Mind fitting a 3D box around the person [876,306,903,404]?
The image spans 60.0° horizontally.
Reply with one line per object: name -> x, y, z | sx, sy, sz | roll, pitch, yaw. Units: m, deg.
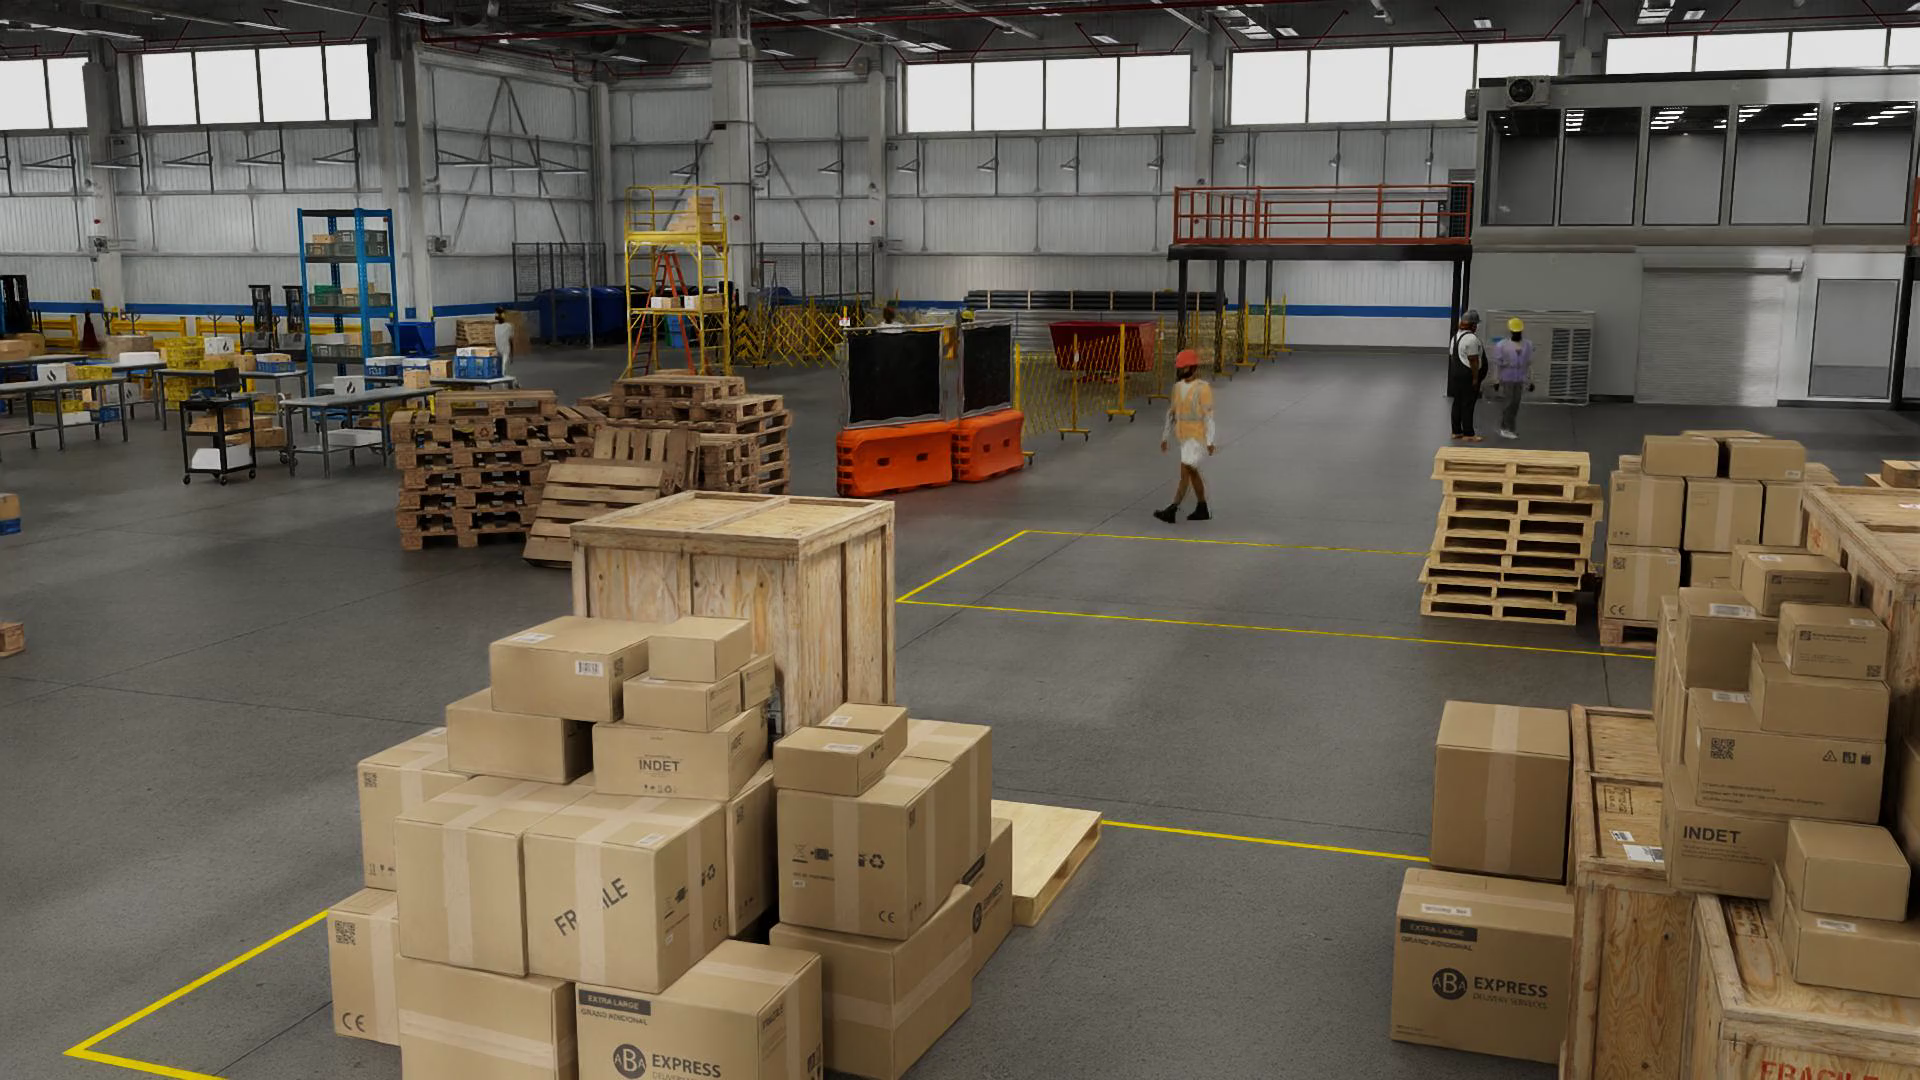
person -> -1.363, -3.539, 31.855 | 0.570, 1.869, 0.429 | 3, 11, 18

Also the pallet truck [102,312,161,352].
pallet truck -> -23.057, -5.777, 46.261 | 0.680, 1.201, 1.601 | 3, 11, 19

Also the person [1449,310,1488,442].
person -> 7.898, -2.545, 25.772 | 0.538, 2.000, 0.684 | -2, 10, -12

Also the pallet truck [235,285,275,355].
pallet truck -> -18.327, -5.835, 44.421 | 0.823, 1.965, 1.885 | 4, 11, 23

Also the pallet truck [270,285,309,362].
pallet truck -> -17.147, -5.700, 43.663 | 0.823, 1.965, 1.885 | 3, 11, 17

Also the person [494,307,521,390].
person -> -8.839, -3.615, 32.351 | 0.515, 1.854, 0.636 | 7, 12, 35

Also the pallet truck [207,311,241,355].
pallet truck -> -19.537, -5.575, 44.913 | 0.653, 1.274, 1.630 | 3, 11, 19

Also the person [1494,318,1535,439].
person -> 8.659, -2.507, 25.958 | 0.604, 1.894, 0.444 | -2, 10, -13

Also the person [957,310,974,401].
person -> 0.114, -3.603, 32.537 | 0.347, 1.759, 0.523 | -2, 10, -8

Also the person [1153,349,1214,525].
person -> 2.406, -1.115, 18.115 | 0.949, 1.891, 0.576 | -7, 12, -34

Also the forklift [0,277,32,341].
forklift -> -27.151, -6.329, 46.328 | 1.157, 1.987, 2.680 | 3, 11, 17

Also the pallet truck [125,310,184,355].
pallet truck -> -22.038, -5.665, 45.457 | 0.704, 1.261, 1.522 | 3, 11, 17
